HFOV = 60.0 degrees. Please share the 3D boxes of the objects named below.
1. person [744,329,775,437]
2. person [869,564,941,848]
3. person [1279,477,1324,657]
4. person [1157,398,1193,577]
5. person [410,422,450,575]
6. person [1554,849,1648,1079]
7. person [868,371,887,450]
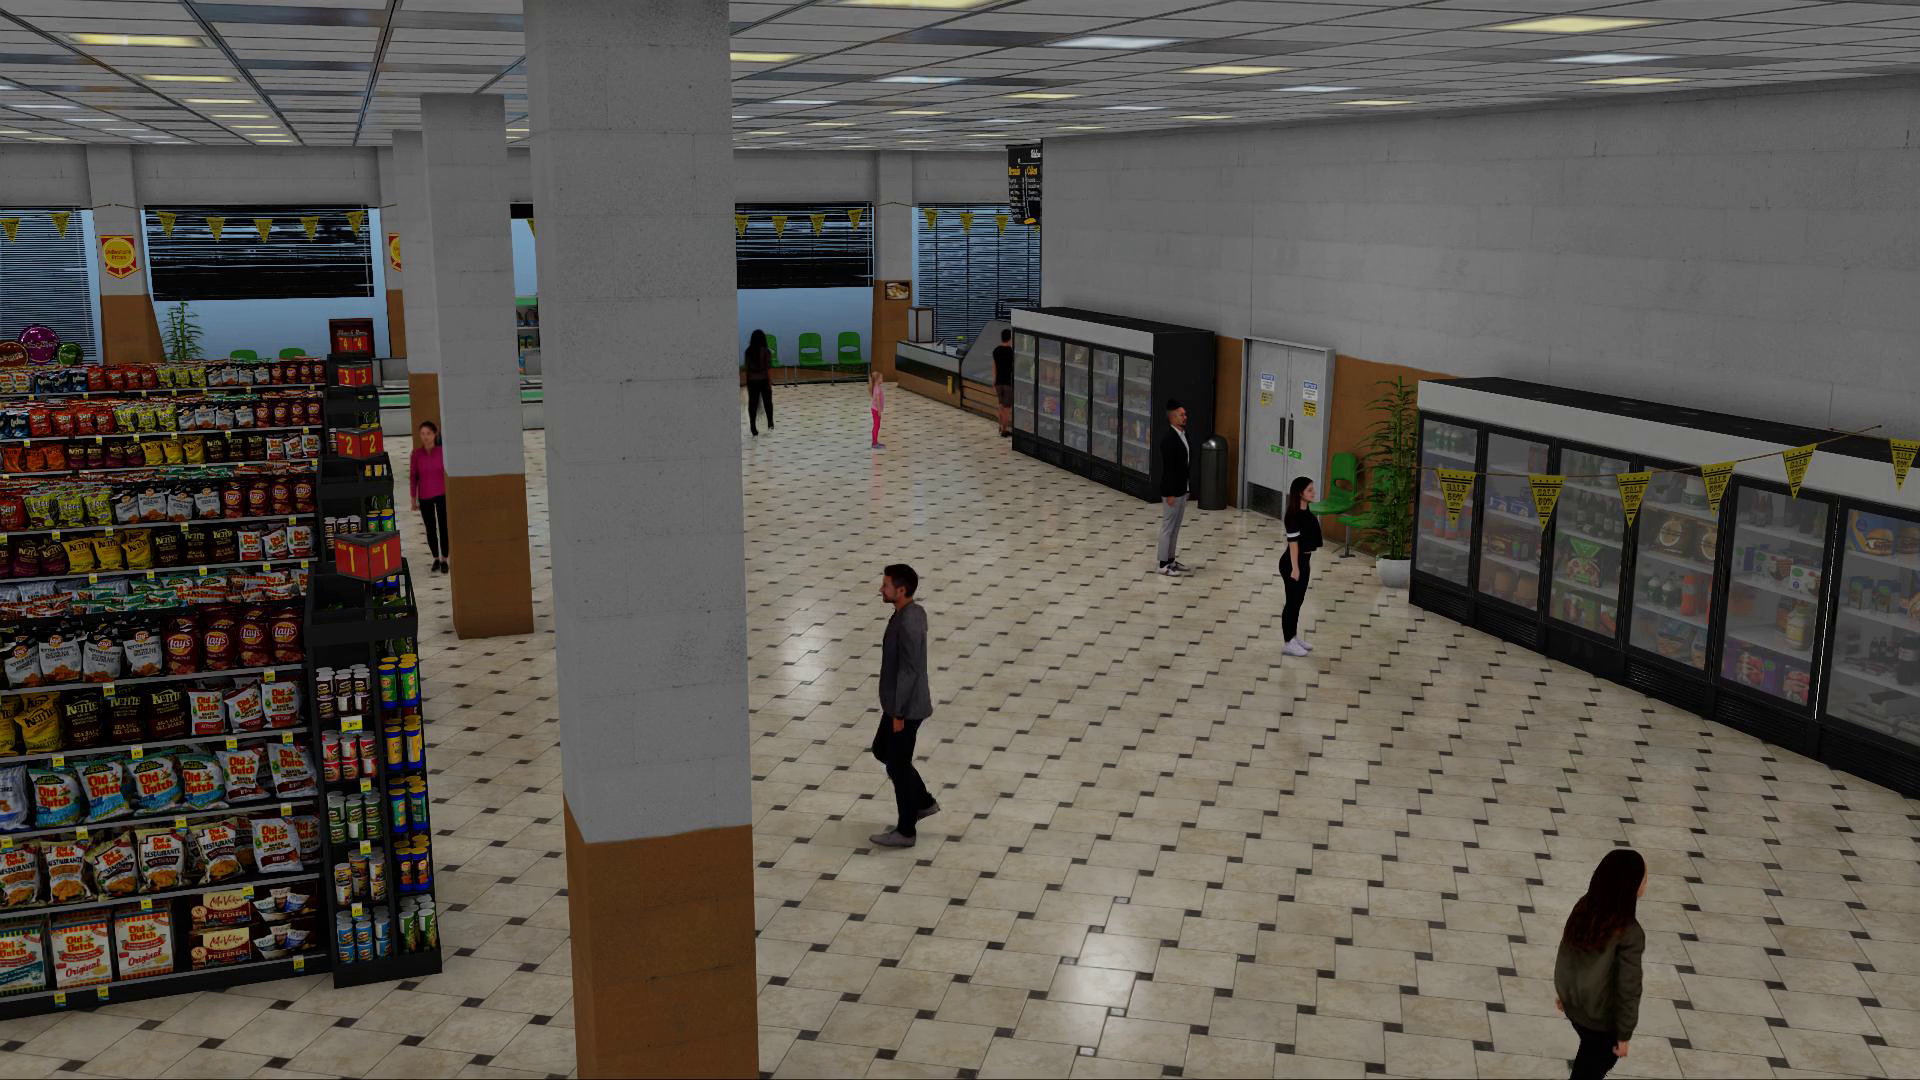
[{"bbox_3d":[-3.462,-2.636,28.371,1.171,1.793,1.072,2,12,8],"label":"person"},{"bbox_3d":[-0.284,1.058,10.661,0.823,1.862,0.825,0,12,0],"label":"person"},{"bbox_3d":[3.076,0.223,15.168,0.771,1.639,0.709,6,13,25],"label":"person"},{"bbox_3d":[2.360,-0.600,18.319,0.849,1.950,0.775,6,13,27],"label":"person"},{"bbox_3d":[-5.799,-0.474,18.372,0.736,1.682,0.729,-2,12,-9],"label":"person"},{"bbox_3d":[2.660,2.017,7.089,0.662,1.457,0.632,-2,12,-10],"label":"person"},{"bbox_3d":[-1.364,-2.136,27.259,0.543,1.272,0.514,-2,12,-8],"label":"person"}]
